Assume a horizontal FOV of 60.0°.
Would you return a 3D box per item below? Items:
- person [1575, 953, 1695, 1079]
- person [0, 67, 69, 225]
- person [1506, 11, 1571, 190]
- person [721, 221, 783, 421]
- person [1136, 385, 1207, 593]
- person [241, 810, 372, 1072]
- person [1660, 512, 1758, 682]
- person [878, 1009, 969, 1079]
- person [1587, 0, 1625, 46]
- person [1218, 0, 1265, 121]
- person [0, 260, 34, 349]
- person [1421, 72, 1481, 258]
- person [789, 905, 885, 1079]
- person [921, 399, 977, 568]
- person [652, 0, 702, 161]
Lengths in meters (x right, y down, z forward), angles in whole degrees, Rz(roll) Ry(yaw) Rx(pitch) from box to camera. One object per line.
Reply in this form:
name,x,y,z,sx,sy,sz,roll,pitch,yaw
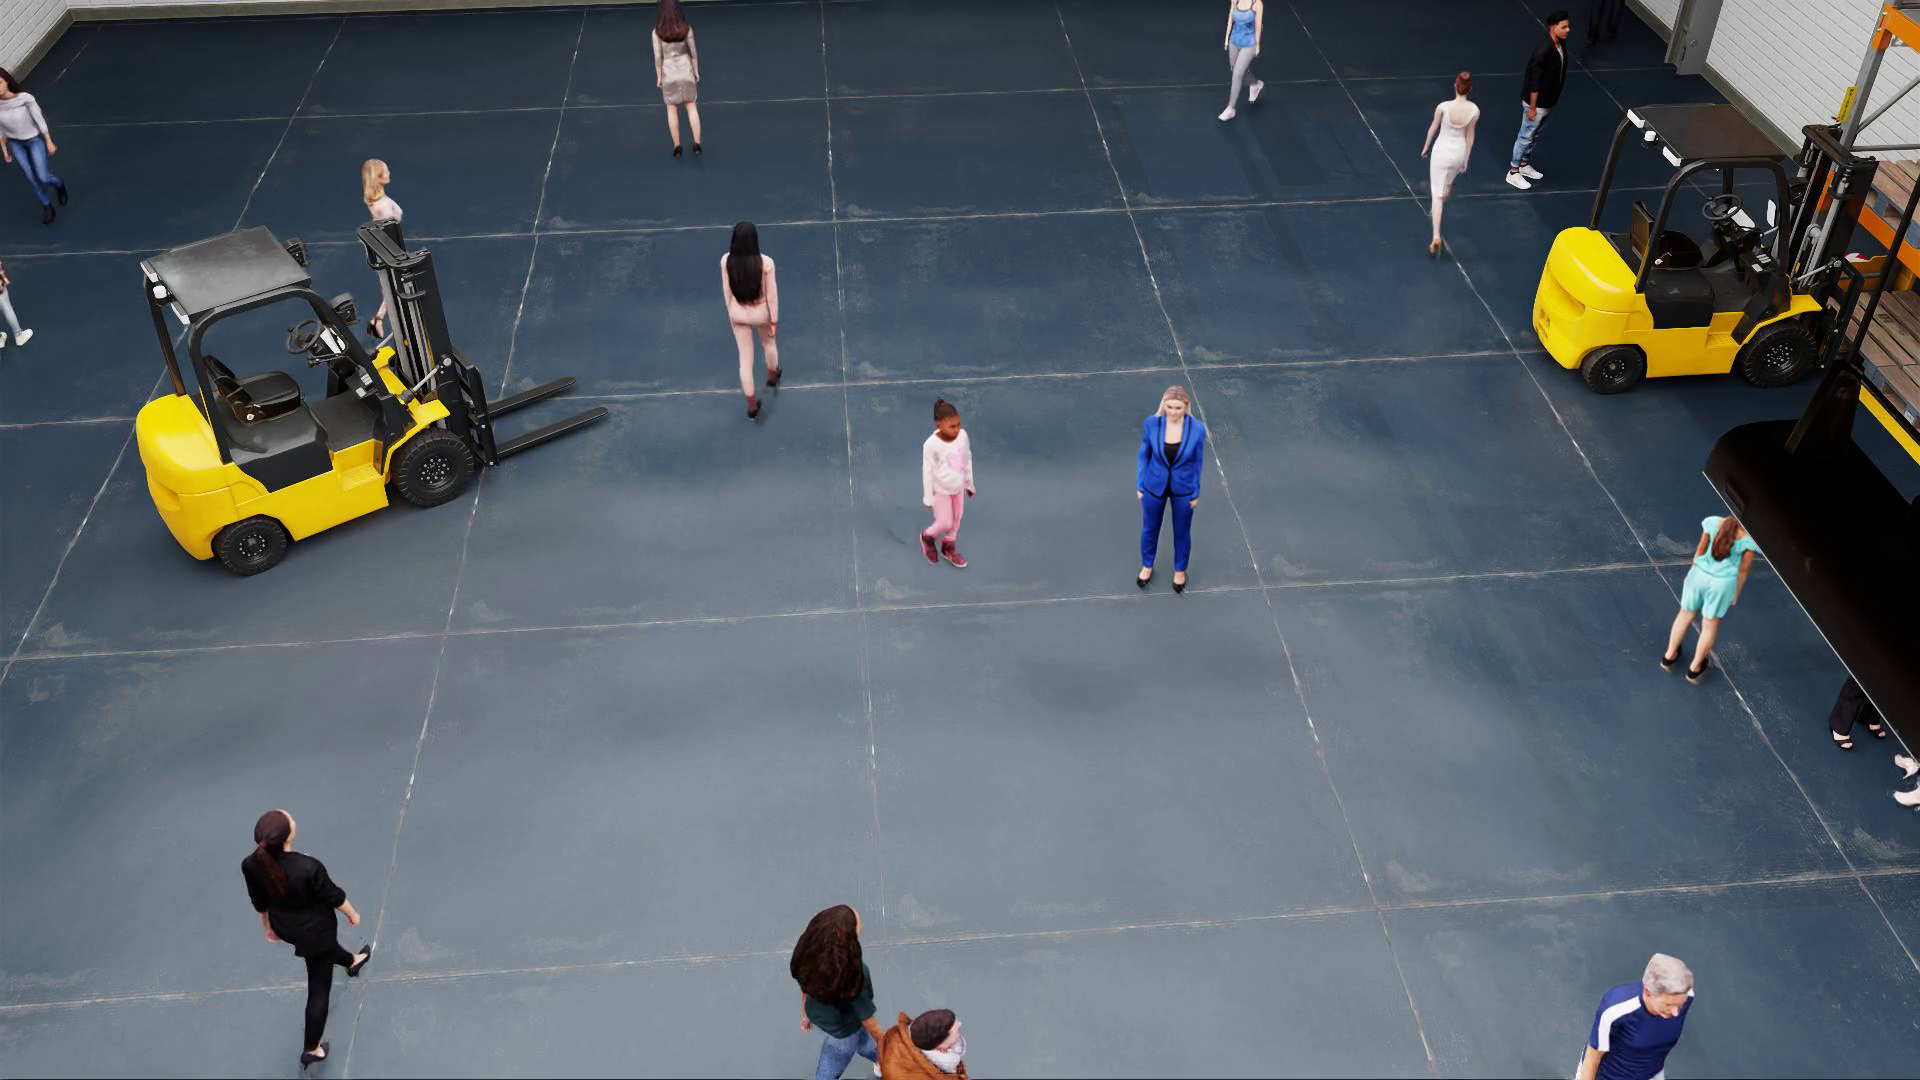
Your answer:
person,3.203,2.512,8.164,0.703,1.808,0.762,-7,39,-9
person,-9.146,-3.918,16.370,0.635,1.616,0.685,-2,39,-2
person,5.911,-4.523,16.967,0.835,1.815,0.778,28,47,31
person,-1.723,-1.760,13.609,0.733,1.689,1.014,2,39,3
person,1.496,-0.380,11.873,0.663,1.699,0.627,6,39,8
person,-3.489,2.131,8.797,0.813,1.613,1.149,7,39,8
person,5.055,0.274,11.168,0.637,1.558,0.691,25,45,28
person,-0.249,2.838,7.770,1.172,1.791,1.175,-30,47,-32
person,7.749,-6.777,19.814,0.916,1.785,0.982,22,44,26
person,3.166,-5.461,18.327,1.012,1.585,1.013,-29,47,-31
person,-8.550,-2.285,14.573,0.535,1.306,0.520,-6,39,-7
person,4.620,-3.542,15.798,0.748,1.741,1.117,5,39,6
person,-0.672,2.490,8.383,1.108,1.570,1.118,-30,48,-32
person,-0.141,-0.431,12.147,0.682,1.436,0.737,-29,47,-31
person,-2.958,-4.840,17.422,0.635,1.744,0.567,-10,40,-12
